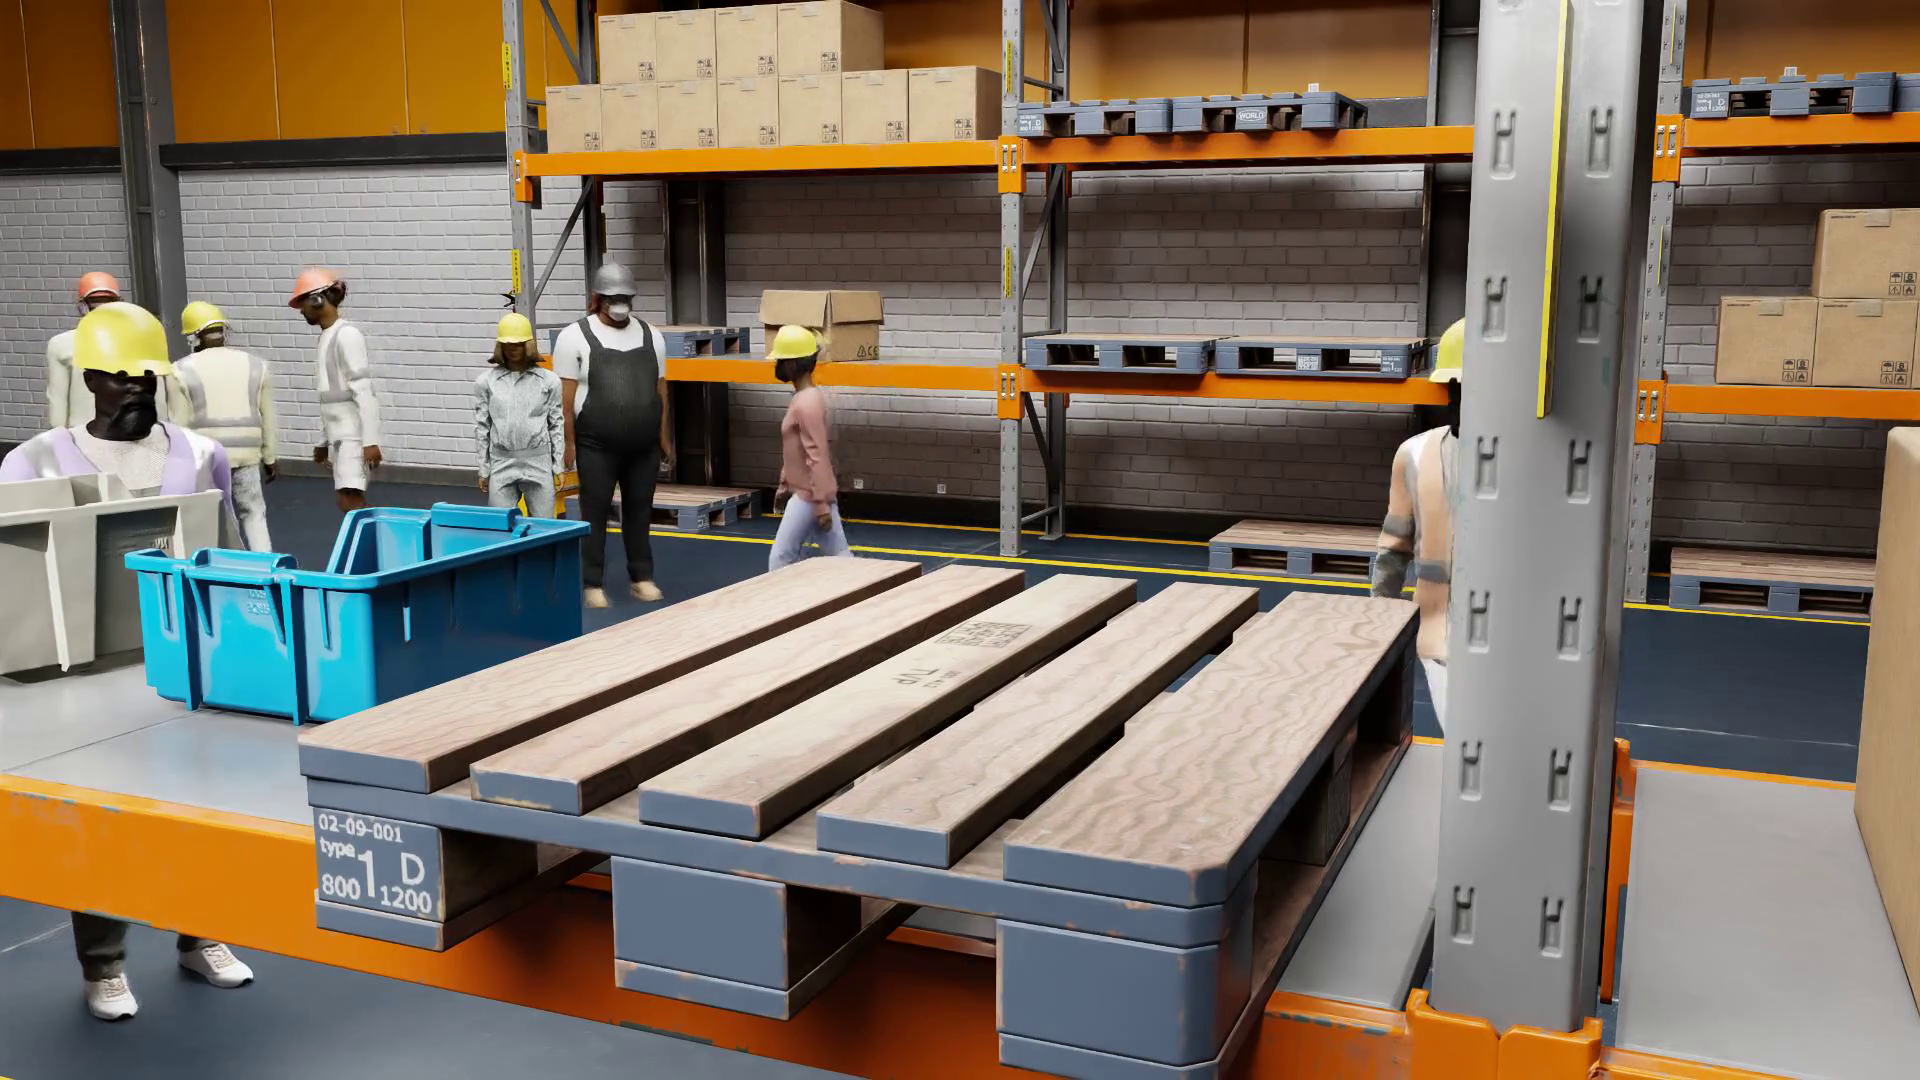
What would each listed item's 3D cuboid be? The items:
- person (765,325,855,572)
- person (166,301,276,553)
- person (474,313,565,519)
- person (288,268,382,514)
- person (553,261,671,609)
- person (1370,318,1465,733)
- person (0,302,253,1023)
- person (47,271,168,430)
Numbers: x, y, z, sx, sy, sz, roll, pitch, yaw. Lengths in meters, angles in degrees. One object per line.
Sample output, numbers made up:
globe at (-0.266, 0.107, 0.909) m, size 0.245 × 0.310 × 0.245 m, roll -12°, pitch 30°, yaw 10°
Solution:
person at (-0.743, -0.242, 8.490) m, size 0.952 × 1.713 × 0.526 m, roll 0°, pitch 9°, yaw -3°
person at (-4.247, -0.476, 9.641) m, size 0.615 × 1.804 × 0.697 m, roll -8°, pitch 13°, yaw -41°
person at (-2.471, -0.400, 9.364) m, size 0.492 × 1.740 × 0.325 m, roll -2°, pitch 10°, yaw -12°
person at (-3.692, -0.627, 9.977) m, size 0.516 × 1.992 × 0.667 m, roll -6°, pitch 11°, yaw -34°
person at (-2.005, -0.623, 9.805) m, size 0.688 × 2.000 × 0.536 m, roll -6°, pitch 11°, yaw -33°
person at (1.515, 0.278, 4.919) m, size 1.001 × 1.880 × 0.608 m, roll -8°, pitch 12°, yaw -40°
person at (-2.211, 0.327, 4.481) m, size 0.392 × 1.919 × 0.590 m, roll 9°, pitch 13°, yaw 44°
person at (-4.953, -0.573, 9.724) m, size 0.635 × 1.970 × 0.463 m, roll -6°, pitch 11°, yaw -31°
